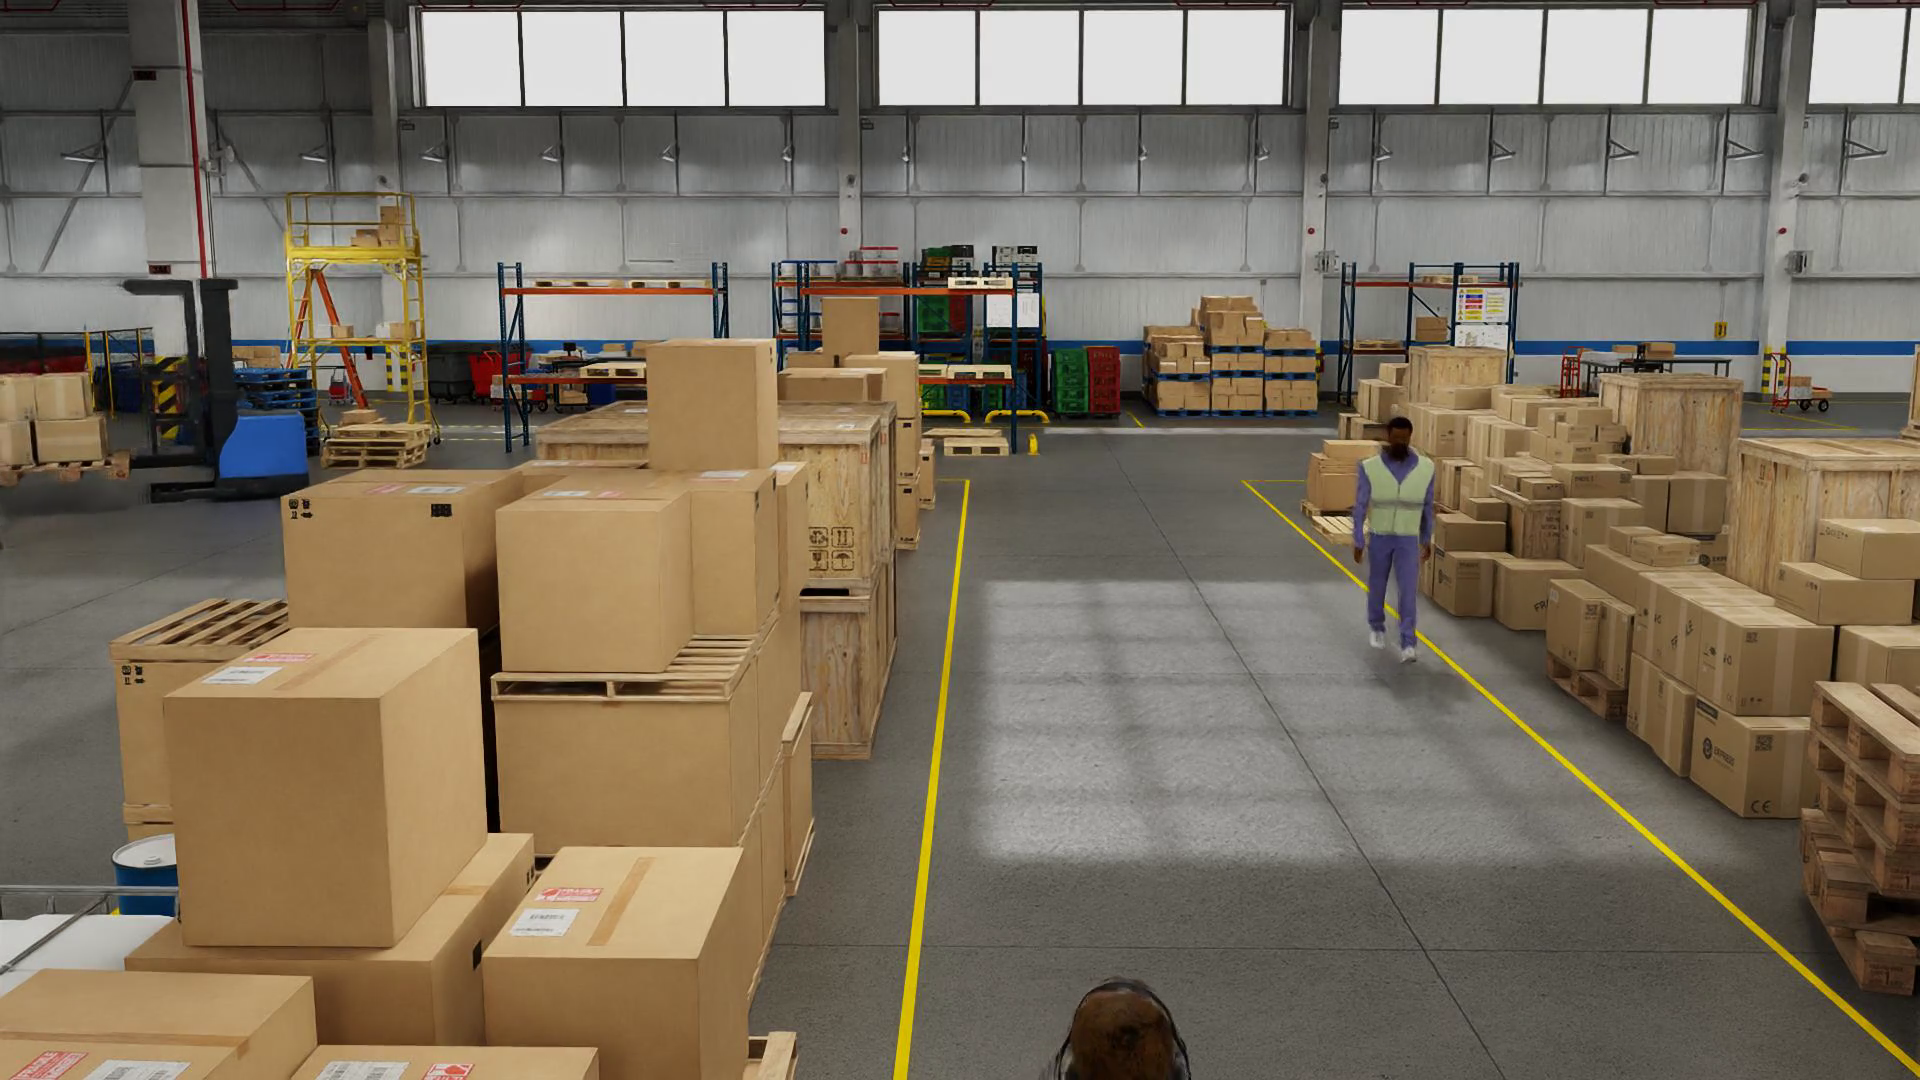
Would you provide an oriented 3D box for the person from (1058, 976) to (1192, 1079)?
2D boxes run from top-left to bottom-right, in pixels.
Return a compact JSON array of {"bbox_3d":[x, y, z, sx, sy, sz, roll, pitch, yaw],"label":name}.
[{"bbox_3d":[0.315,1.632,3.007,0.544,1.823,0.745,3,10,18],"label":"person"}]

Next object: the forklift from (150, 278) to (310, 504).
[{"bbox_3d":[-9.465,-1.957,21.360,1.873,2.768,1.129,-4,10,-25],"label":"forklift"}]

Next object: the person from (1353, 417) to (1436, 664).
[{"bbox_3d":[3.330,-0.017,12.785,0.621,1.860,1.021,1,10,6],"label":"person"}]
